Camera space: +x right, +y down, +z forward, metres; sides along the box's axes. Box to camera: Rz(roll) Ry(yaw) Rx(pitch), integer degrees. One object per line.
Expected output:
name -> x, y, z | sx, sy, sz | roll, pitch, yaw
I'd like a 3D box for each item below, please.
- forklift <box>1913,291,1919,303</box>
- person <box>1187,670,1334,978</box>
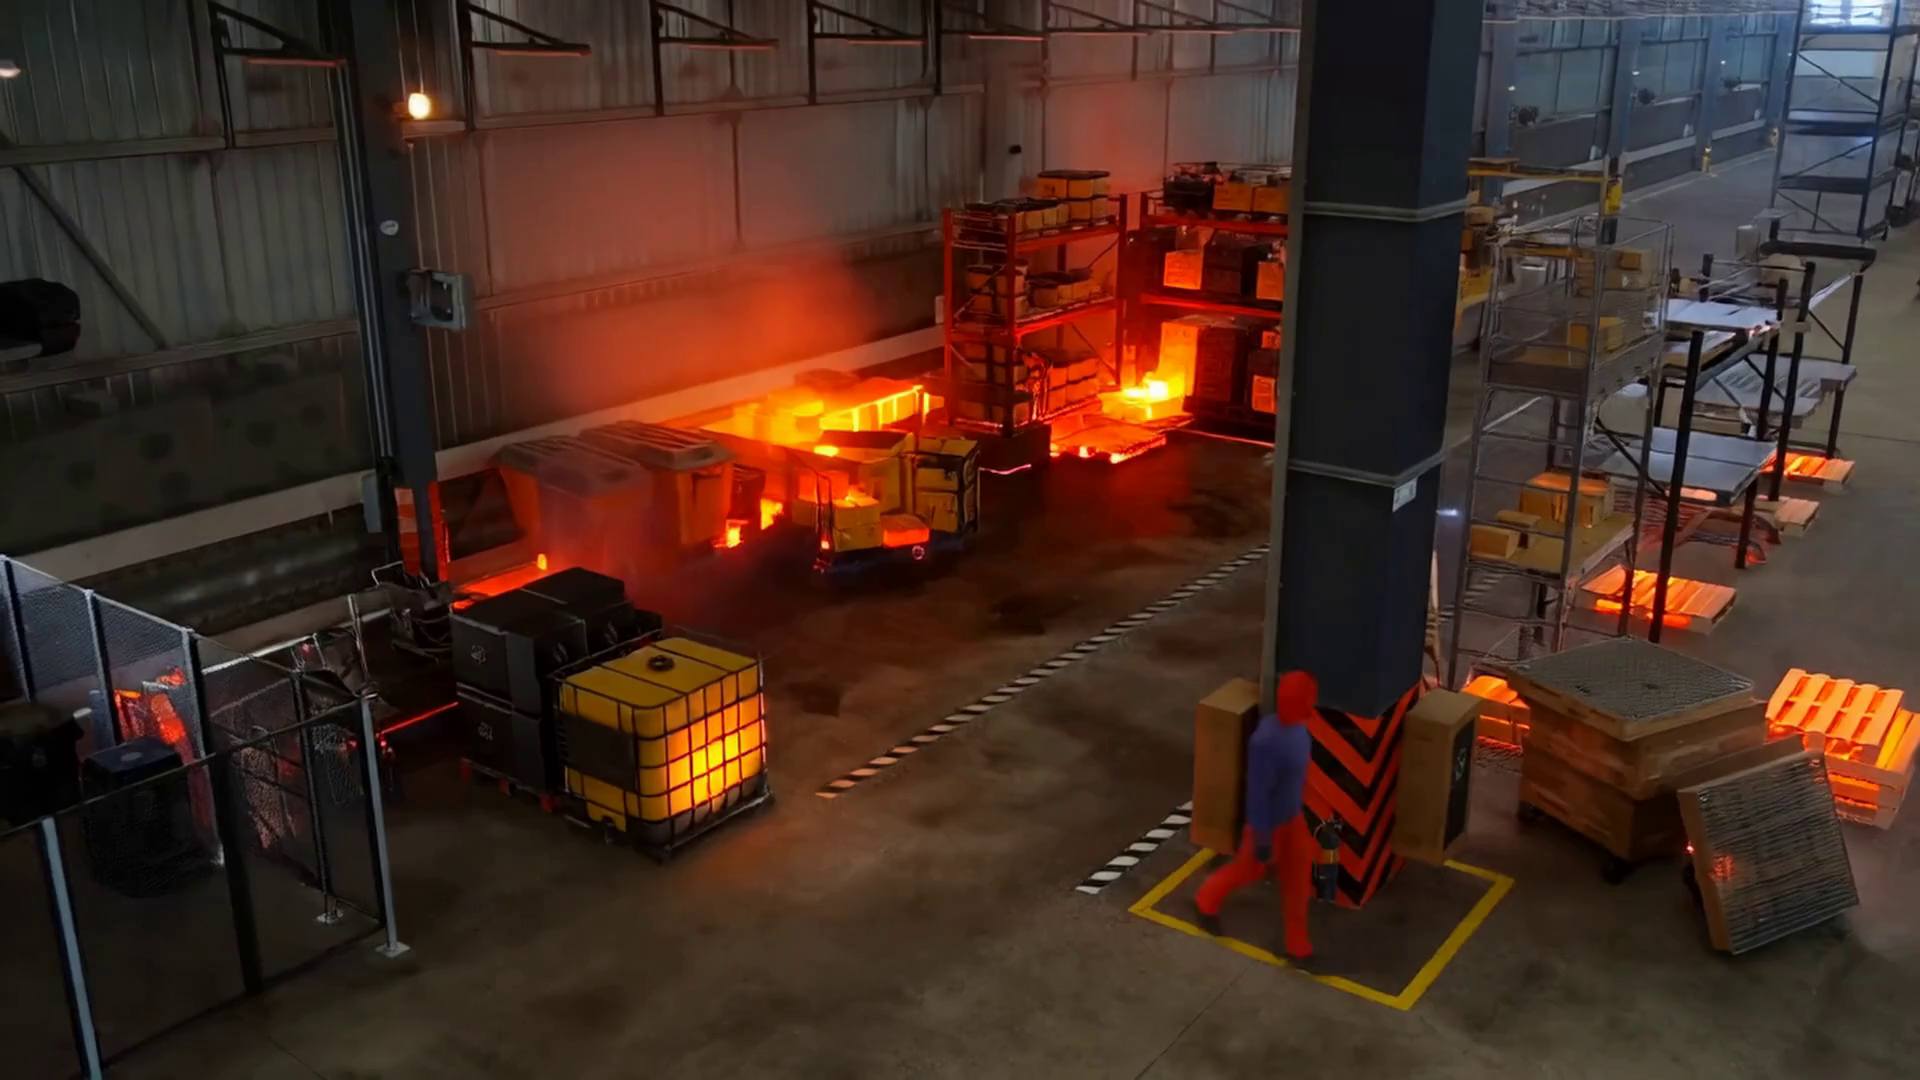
forklift -> 19.398, -6.030, 32.074 | 1.129, 2.768, 1.873 | 13, 22, 34
person -> 1.856, 1.665, 10.112 | 0.992, 1.885, 0.633 | 14, 23, 36
